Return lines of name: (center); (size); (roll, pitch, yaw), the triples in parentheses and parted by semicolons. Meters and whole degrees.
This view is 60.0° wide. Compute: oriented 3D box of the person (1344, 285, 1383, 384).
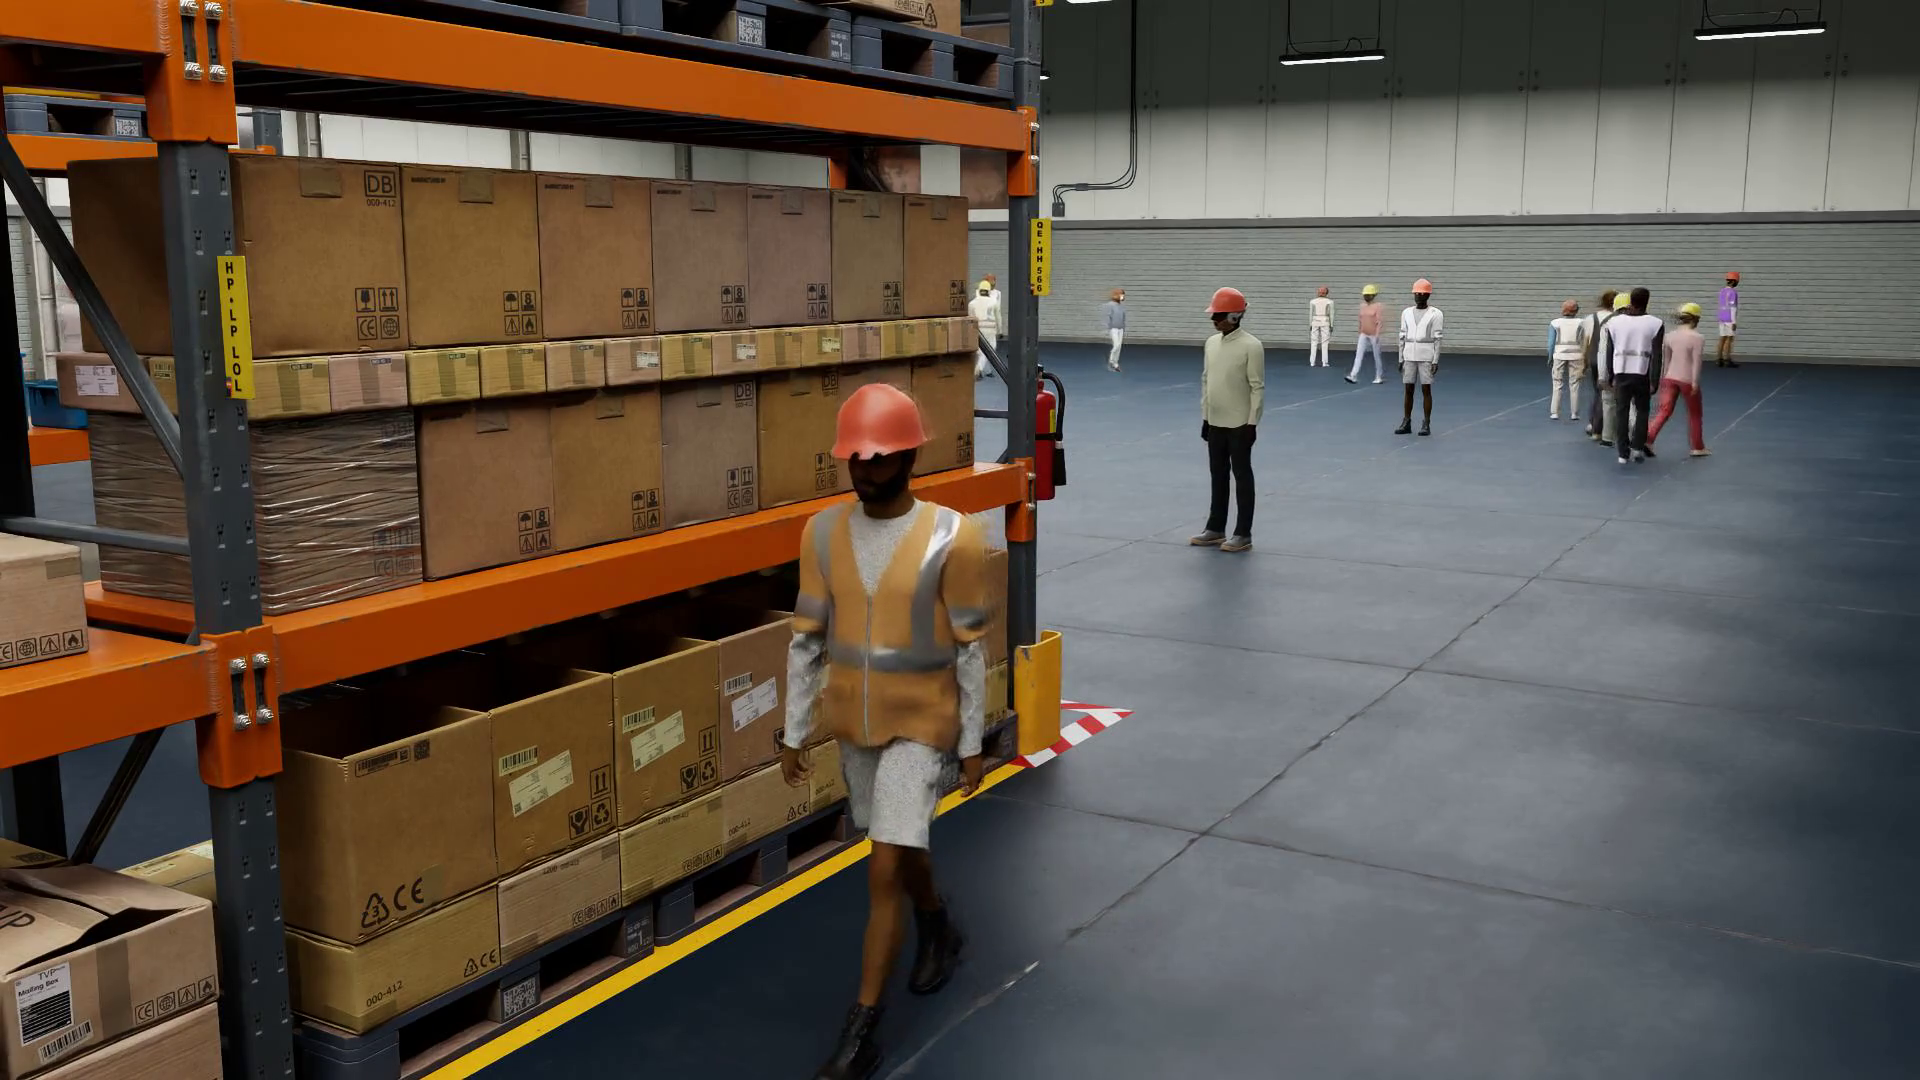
person: (7.069, -3.548, 28.853); (0.932, 1.717, 0.545); (-9, 13, -43)

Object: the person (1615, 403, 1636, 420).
person: (9.058, -2.433, 22.553); (0.314, 1.642, 0.514); (-8, 13, -39)

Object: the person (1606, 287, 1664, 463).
person: (7.313, -1.788, 18.066); (0.588, 1.892, 0.682); (5, 11, 27)

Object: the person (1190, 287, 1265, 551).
person: (2.040, -0.913, 12.628); (0.392, 1.991, 0.612); (-6, 11, -32)

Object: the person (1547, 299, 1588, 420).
person: (8.265, -2.446, 22.635); (0.522, 1.638, 0.309); (3, 10, 19)

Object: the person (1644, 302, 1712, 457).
person: (7.974, -1.770, 18.454); (0.873, 1.731, 0.533); (-5, 11, -25)

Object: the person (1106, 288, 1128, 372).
person: (3.036, -4.039, 32.016); (0.521, 1.616, 0.376); (-9, 13, -42)

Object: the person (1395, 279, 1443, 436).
person: (5.717, -2.272, 20.729); (0.545, 1.942, 0.353); (7, 12, 36)

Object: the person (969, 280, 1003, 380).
person: (0.432, -3.777, 29.992); (0.581, 1.803, 0.884); (6, 11, 29)

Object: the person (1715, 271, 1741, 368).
person: (15.387, -4.409, 33.257); (0.368, 1.935, 0.549); (-1, 10, -4)

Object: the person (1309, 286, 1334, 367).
person: (7.284, -4.301, 33.523); (0.509, 1.629, 0.316); (5, 11, 25)

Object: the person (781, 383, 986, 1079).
person: (-0.197, 0.493, 4.709); (0.562, 1.893, 0.997); (4, 11, 24)

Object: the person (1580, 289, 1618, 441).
person: (7.800, -2.108, 20.092); (0.449, 1.830, 0.549); (-7, 12, -37)

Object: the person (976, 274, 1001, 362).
person: (0.572, -4.690, 35.182); (0.582, 1.852, 0.933); (-3, 10, -15)

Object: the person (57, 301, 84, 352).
person: (-11.917, -2.546, 22.612); (0.655, 1.856, 1.012); (0, 10, 2)

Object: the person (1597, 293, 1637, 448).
person: (7.609, -1.925, 19.080); (0.605, 1.813, 0.692); (-1, 10, -4)
